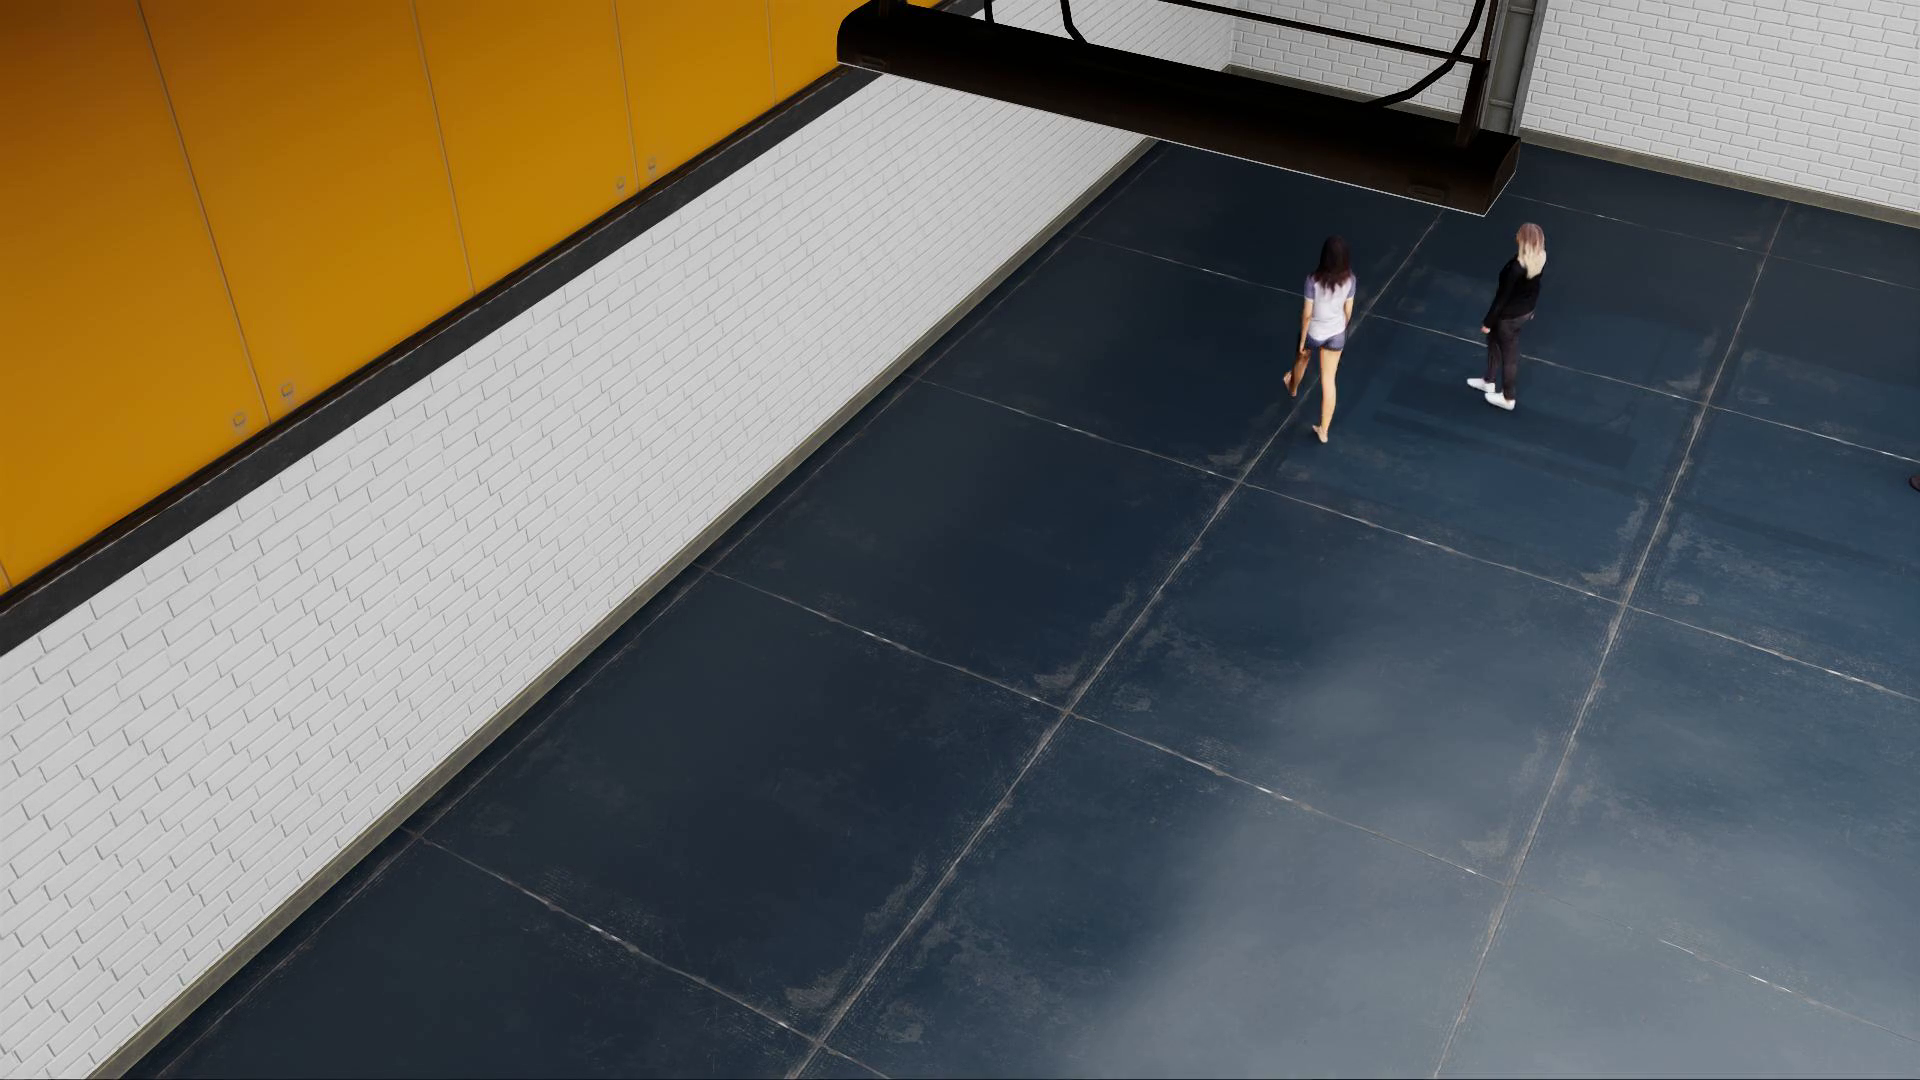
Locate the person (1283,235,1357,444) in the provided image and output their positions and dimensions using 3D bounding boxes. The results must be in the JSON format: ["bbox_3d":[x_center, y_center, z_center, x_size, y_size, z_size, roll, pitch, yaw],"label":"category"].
[{"bbox_3d":[2.917,-1.567,13.265,1.144,1.678,1.097,-4,39,-5],"label":"person"}]

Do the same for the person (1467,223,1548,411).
[{"bbox_3d":[4.581,-1.771,13.525,0.784,1.674,0.727,31,48,33],"label":"person"}]
